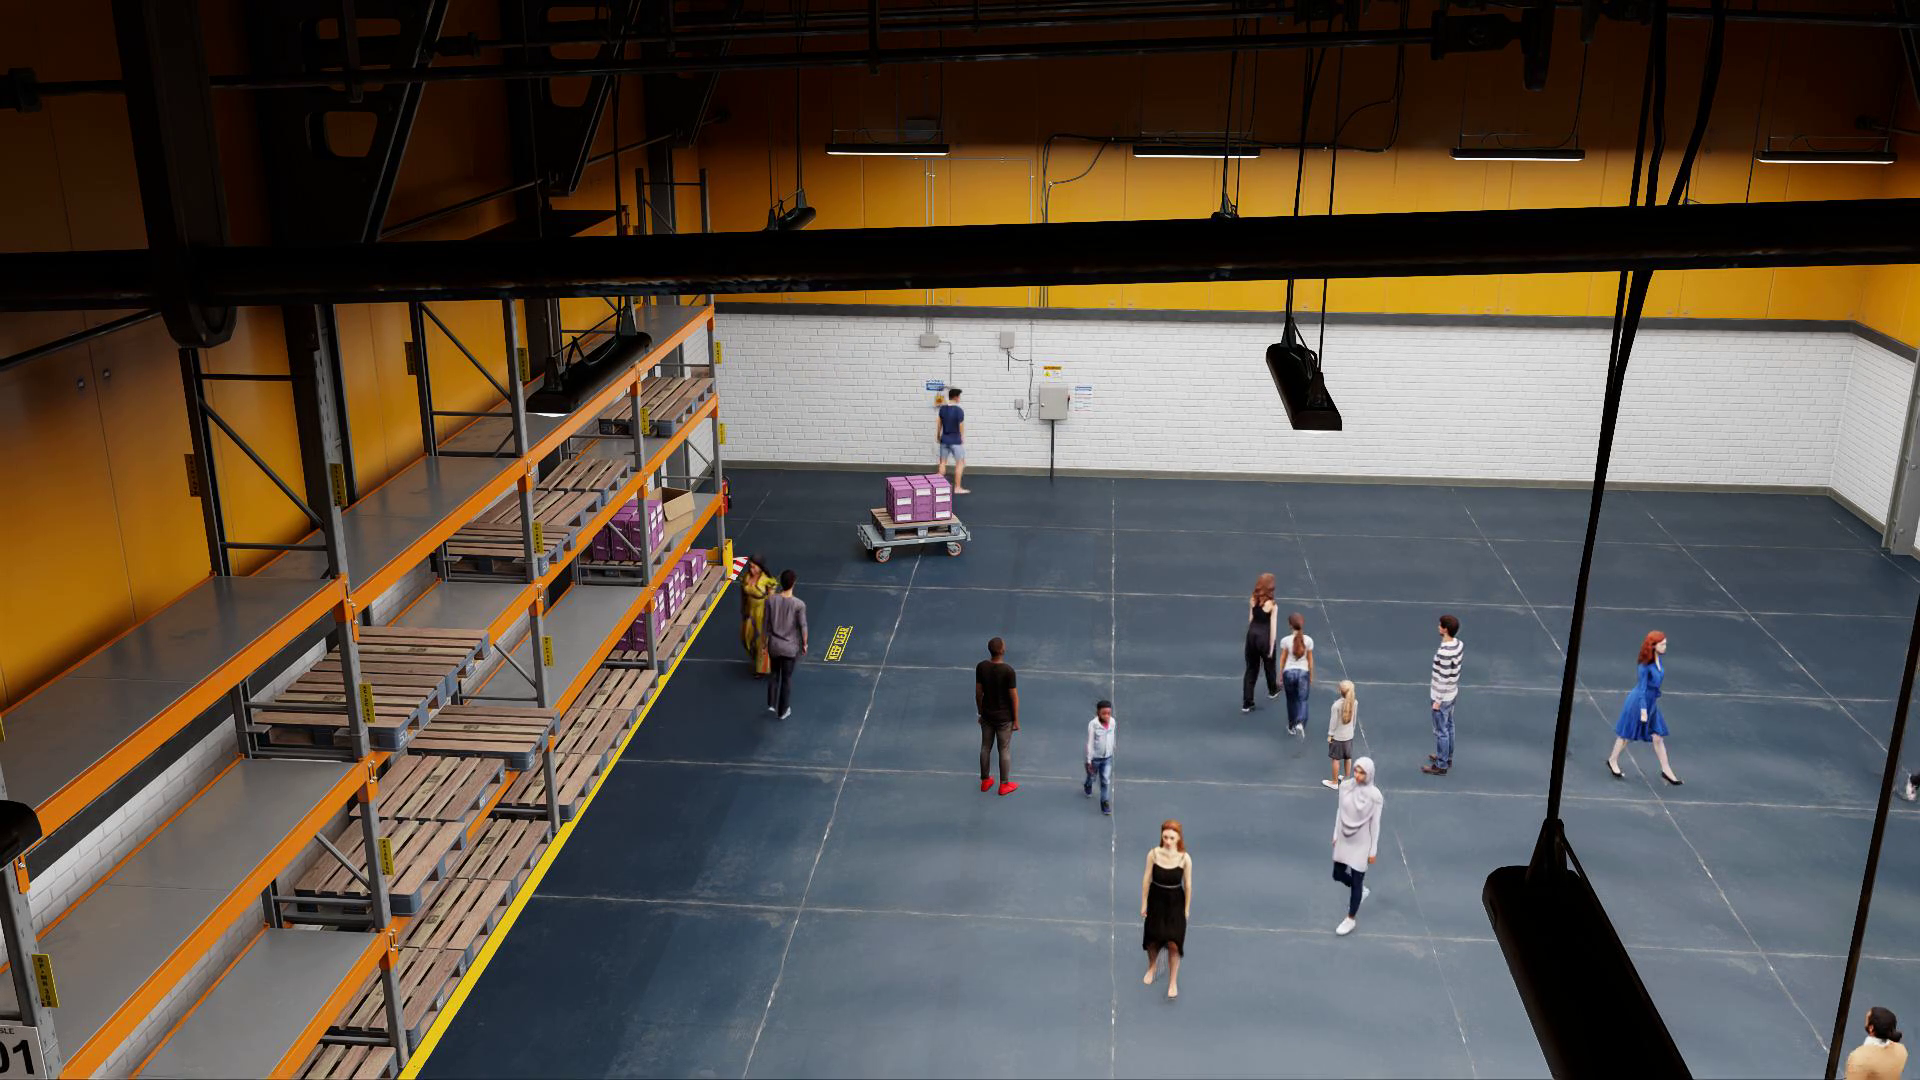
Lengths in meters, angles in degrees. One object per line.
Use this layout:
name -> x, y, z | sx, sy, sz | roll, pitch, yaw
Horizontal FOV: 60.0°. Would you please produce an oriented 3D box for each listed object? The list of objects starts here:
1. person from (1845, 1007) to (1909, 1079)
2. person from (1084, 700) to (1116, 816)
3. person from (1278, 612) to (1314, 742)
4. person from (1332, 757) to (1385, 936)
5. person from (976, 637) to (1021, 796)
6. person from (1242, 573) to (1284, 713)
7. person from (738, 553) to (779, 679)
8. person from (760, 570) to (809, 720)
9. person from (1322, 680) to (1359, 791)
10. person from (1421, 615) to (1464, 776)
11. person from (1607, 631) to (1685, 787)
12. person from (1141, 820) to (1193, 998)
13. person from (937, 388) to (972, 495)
person -> 6.415, 4.109, 11.696 | 0.958, 1.726, 1.207 | -6, 20, -18
person -> 1.489, 2.283, 17.869 | 0.628, 1.246, 0.847 | -4, 19, -13
person -> 3.925, 1.613, 19.397 | 0.575, 1.542, 0.896 | 3, 19, 8
person -> 3.729, 2.804, 15.504 | 0.919, 1.768, 0.854 | -16, 25, -40
person -> 0.394, 1.904, 18.118 | 0.703, 1.806, 0.659 | 9, 20, 24
person -> 3.583, 1.266, 20.164 | 0.945, 1.708, 1.112 | 13, 23, 34
person -> -2.527, 0.923, 21.285 | 0.876, 1.643, 1.019 | 7, 20, 21
person -> -2.143, 1.296, 19.887 | 0.756, 1.829, 0.690 | 3, 19, 10
person -> 4.207, 2.123, 18.299 | 0.598, 1.276, 0.643 | -9, 21, -26
person -> 5.425, 1.717, 18.601 | 0.783, 1.851, 0.634 | 11, 22, 30
person -> 7.440, 1.836, 18.347 | 1.081, 1.789, 1.125 | -16, 24, -40
person -> 1.815, 3.180, 14.596 | 0.622, 1.636, 0.672 | 5, 19, 13
person -> -0.200, -1.725, 28.864 | 1.009, 1.826, 0.893 | 7, 20, 21
